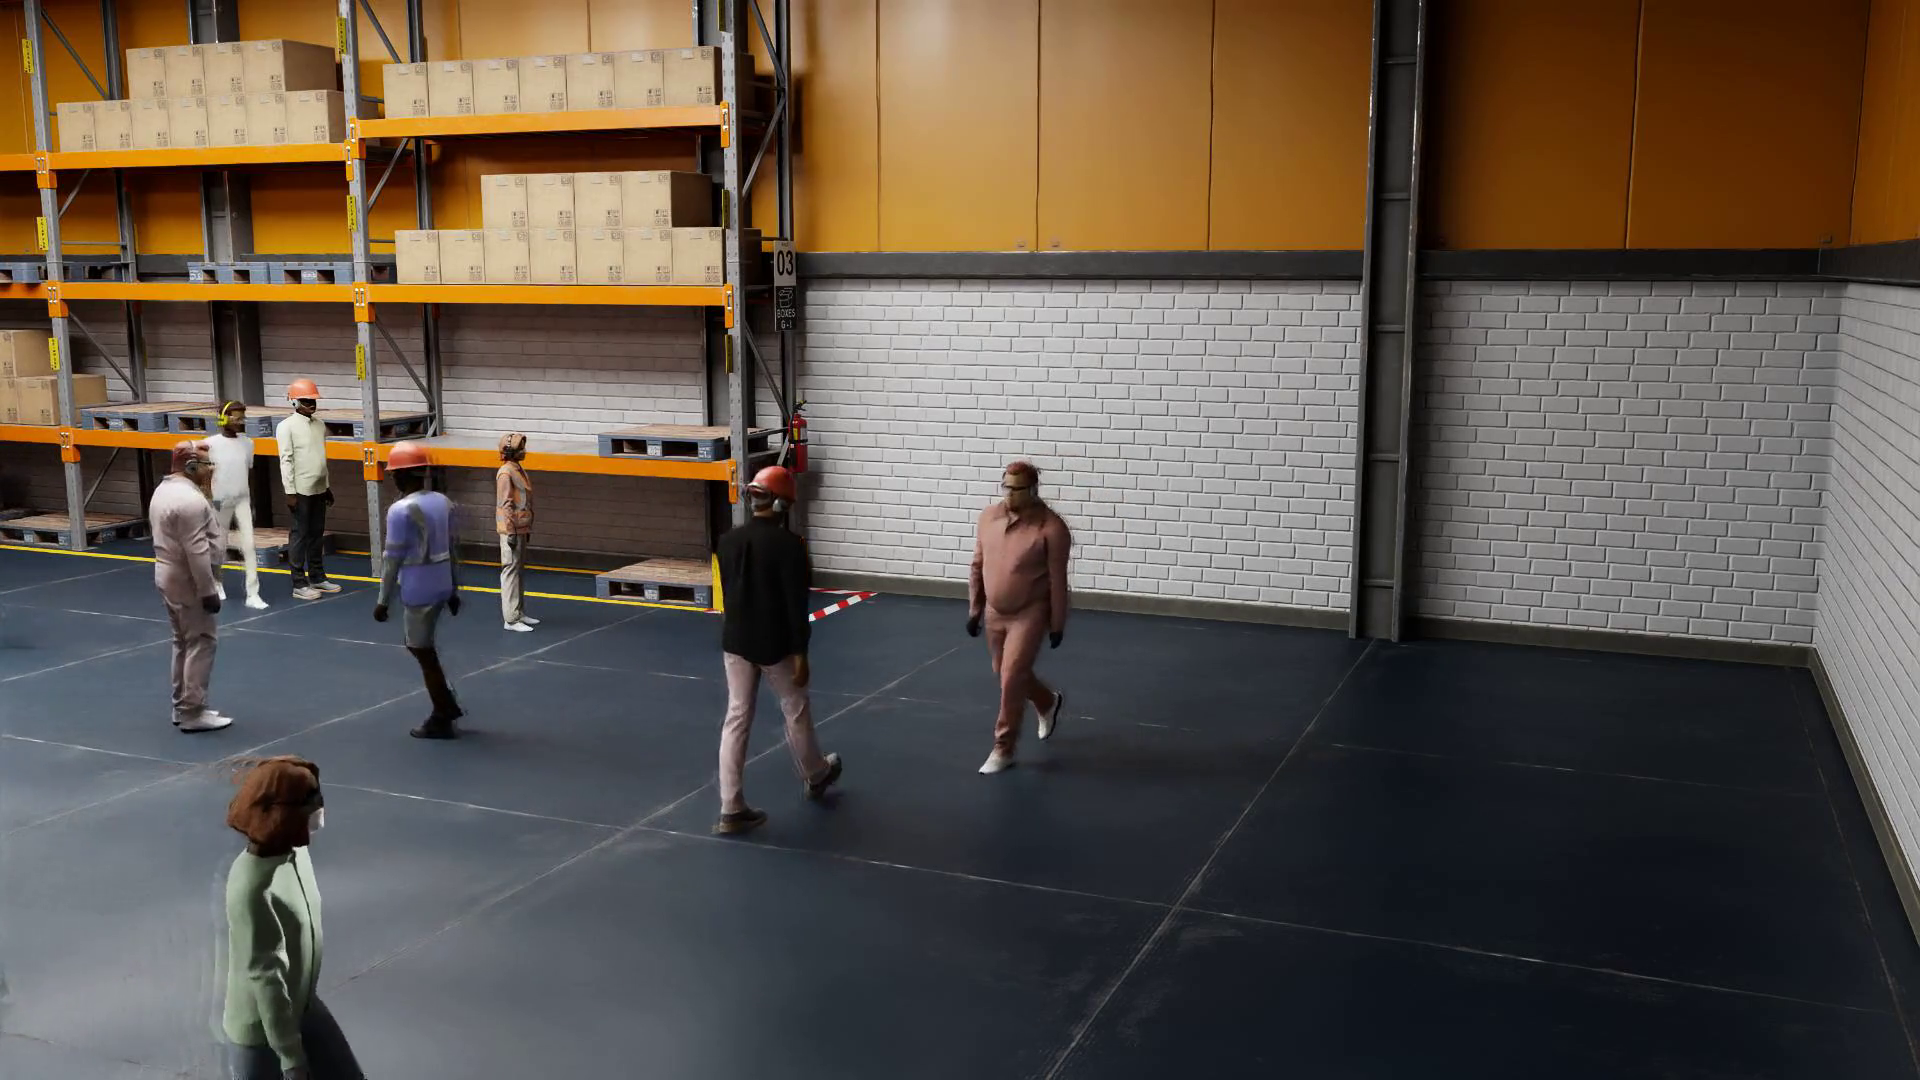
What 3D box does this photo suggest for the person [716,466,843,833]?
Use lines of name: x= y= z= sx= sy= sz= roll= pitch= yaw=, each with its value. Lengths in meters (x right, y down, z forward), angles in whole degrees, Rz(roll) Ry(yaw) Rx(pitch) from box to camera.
person: x=-1.013 y=0.564 z=9.078 sx=0.653 sy=1.917 sz=1.004 roll=5 pitch=11 yaw=27

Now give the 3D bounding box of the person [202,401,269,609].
person: x=-6.485 y=-0.322 z=14.773 sx=0.528 sy=1.823 sz=0.918 roll=-9 pitch=13 yaw=-44

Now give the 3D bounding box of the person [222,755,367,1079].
person: x=-1.928 y=1.418 z=4.854 sx=0.579 sy=1.613 sz=0.510 roll=0 pitch=9 yaw=-1

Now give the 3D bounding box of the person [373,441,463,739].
person: x=-3.421 y=0.331 z=10.536 sx=0.452 sy=1.915 sz=0.541 roll=2 pitch=10 yaw=13

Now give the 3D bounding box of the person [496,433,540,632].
person: x=-3.676 y=-0.065 z=13.749 sx=0.307 sy=1.640 sz=0.518 roll=-1 pitch=9 yaw=-4

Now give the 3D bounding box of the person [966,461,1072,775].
person: x=0.403 y=0.429 z=10.067 sx=0.649 sy=1.873 sz=0.854 roll=7 pitch=12 yaw=38

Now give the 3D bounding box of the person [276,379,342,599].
person: x=-5.925 y=-0.469 z=15.124 sx=0.382 sy=1.995 sz=0.612 roll=2 pitch=10 yaw=13

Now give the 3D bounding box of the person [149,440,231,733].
person: x=-5.010 y=0.299 z=10.804 sx=0.410 sy=1.888 sz=0.669 roll=-8 pitch=12 yaw=-41
